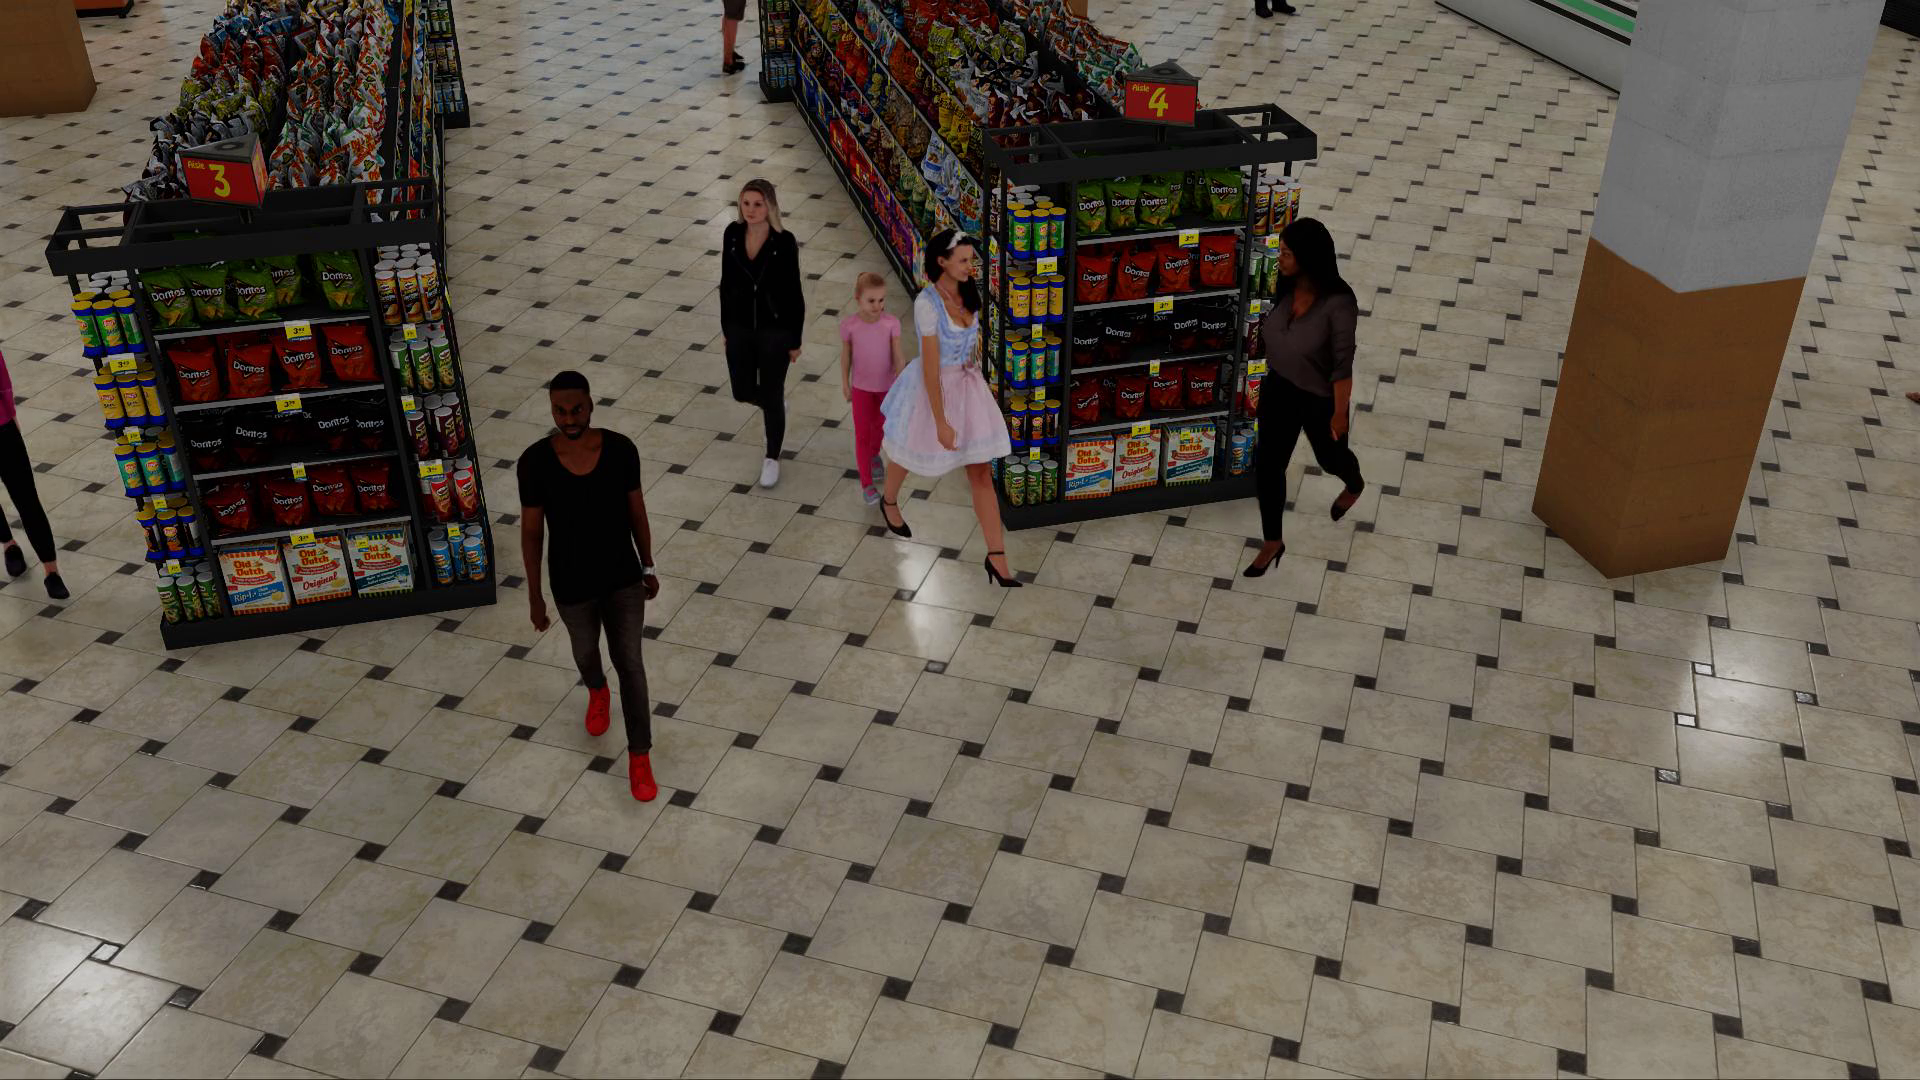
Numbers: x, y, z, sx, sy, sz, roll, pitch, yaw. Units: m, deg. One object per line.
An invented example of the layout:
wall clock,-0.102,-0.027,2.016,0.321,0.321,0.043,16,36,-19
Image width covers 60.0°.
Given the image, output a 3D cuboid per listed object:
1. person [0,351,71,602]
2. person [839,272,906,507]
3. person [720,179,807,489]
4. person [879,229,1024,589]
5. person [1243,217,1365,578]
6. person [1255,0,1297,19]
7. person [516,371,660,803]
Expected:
person,-4.733,-0.537,7.966,0.757,1.671,1.012,-18,36,-26
person,-0.469,-0.855,8.884,0.484,1.240,0.860,-6,32,-10
person,-1.035,-1.132,8.918,0.839,1.675,0.939,8,33,12
person,-0.159,-0.635,8.052,1.315,1.747,1.037,27,41,36
person,1.742,-0.684,8.092,1.069,1.788,1.159,-24,39,-33
person,3.335,-6.377,17.193,0.793,1.839,0.711,-20,37,-29
person,-1.518,0.114,6.832,0.684,1.763,1.081,-7,33,-12
